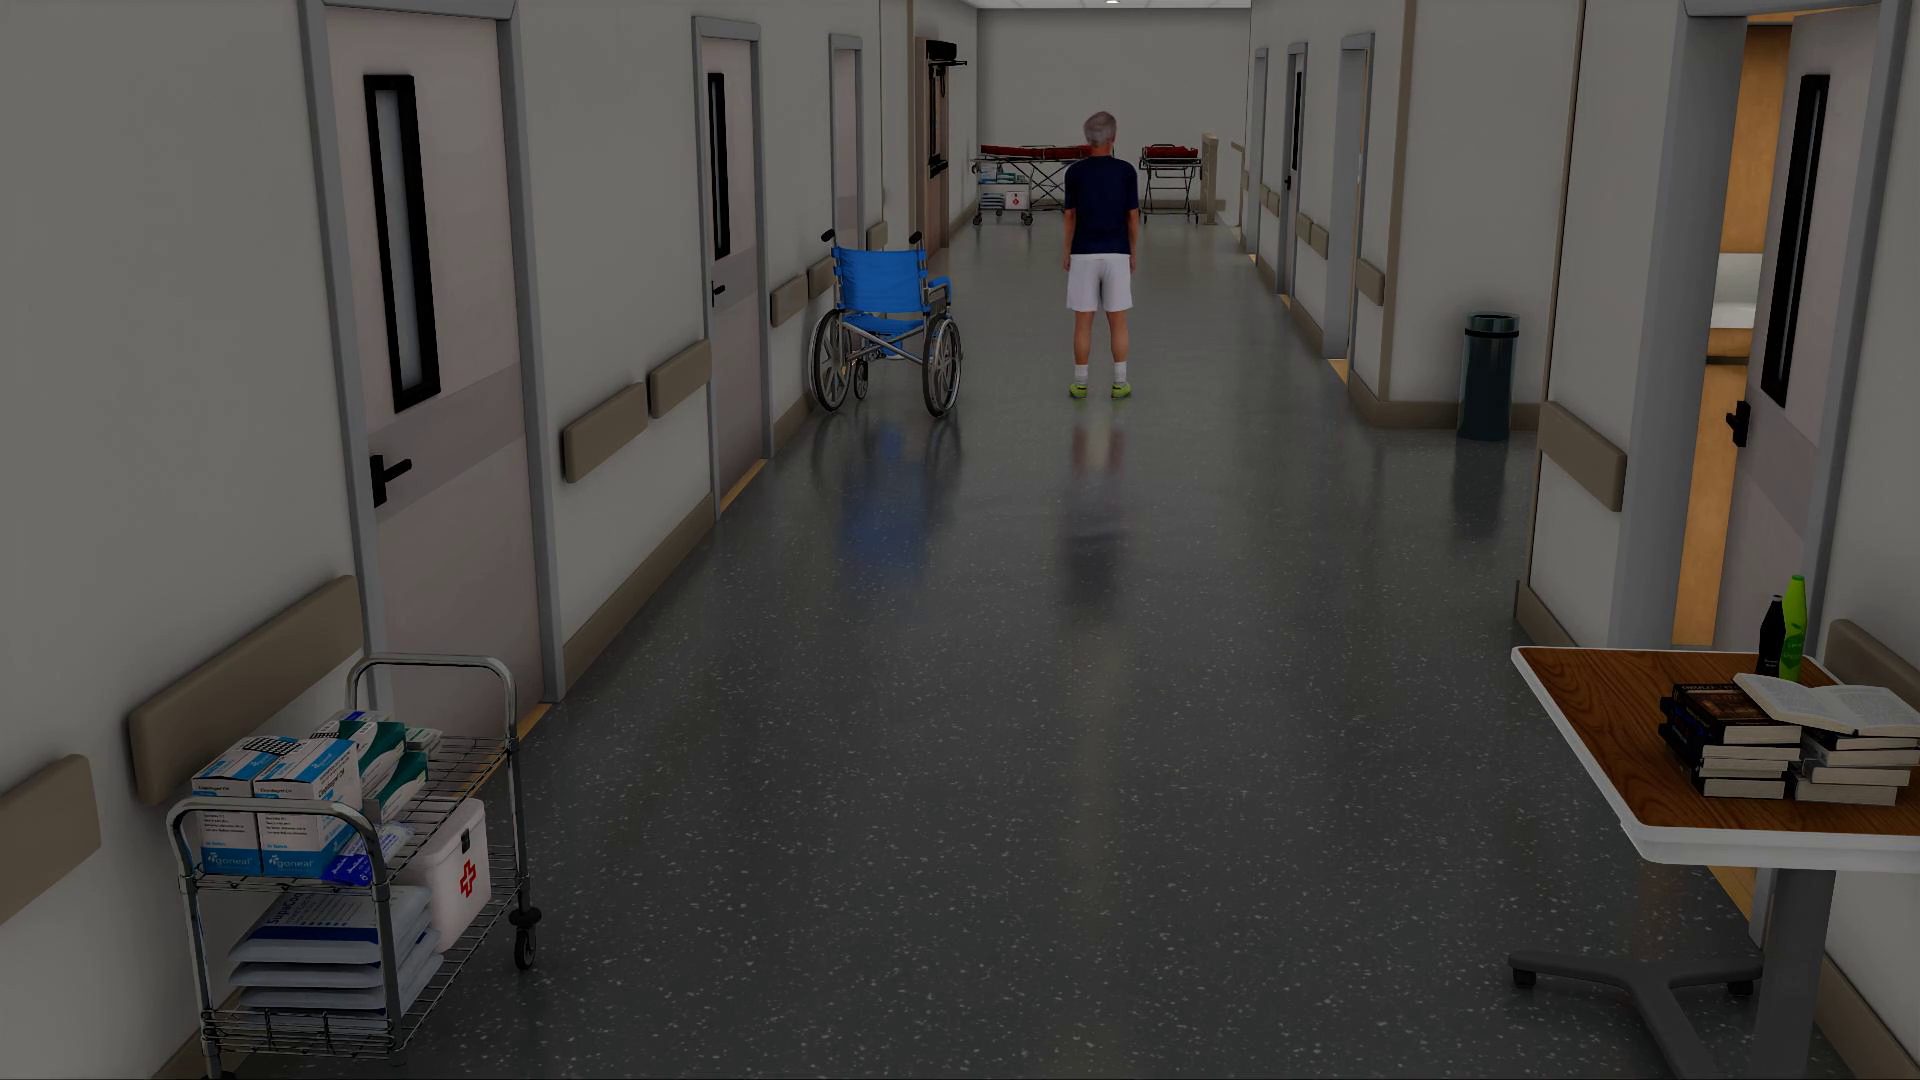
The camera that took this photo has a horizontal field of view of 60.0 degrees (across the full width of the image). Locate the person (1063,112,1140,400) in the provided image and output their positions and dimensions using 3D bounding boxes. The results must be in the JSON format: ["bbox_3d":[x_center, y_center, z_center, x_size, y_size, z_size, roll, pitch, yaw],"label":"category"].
[{"bbox_3d":[0.911,-1.842,10.781,0.638,1.831,0.554,1,16,2],"label":"person"}]
